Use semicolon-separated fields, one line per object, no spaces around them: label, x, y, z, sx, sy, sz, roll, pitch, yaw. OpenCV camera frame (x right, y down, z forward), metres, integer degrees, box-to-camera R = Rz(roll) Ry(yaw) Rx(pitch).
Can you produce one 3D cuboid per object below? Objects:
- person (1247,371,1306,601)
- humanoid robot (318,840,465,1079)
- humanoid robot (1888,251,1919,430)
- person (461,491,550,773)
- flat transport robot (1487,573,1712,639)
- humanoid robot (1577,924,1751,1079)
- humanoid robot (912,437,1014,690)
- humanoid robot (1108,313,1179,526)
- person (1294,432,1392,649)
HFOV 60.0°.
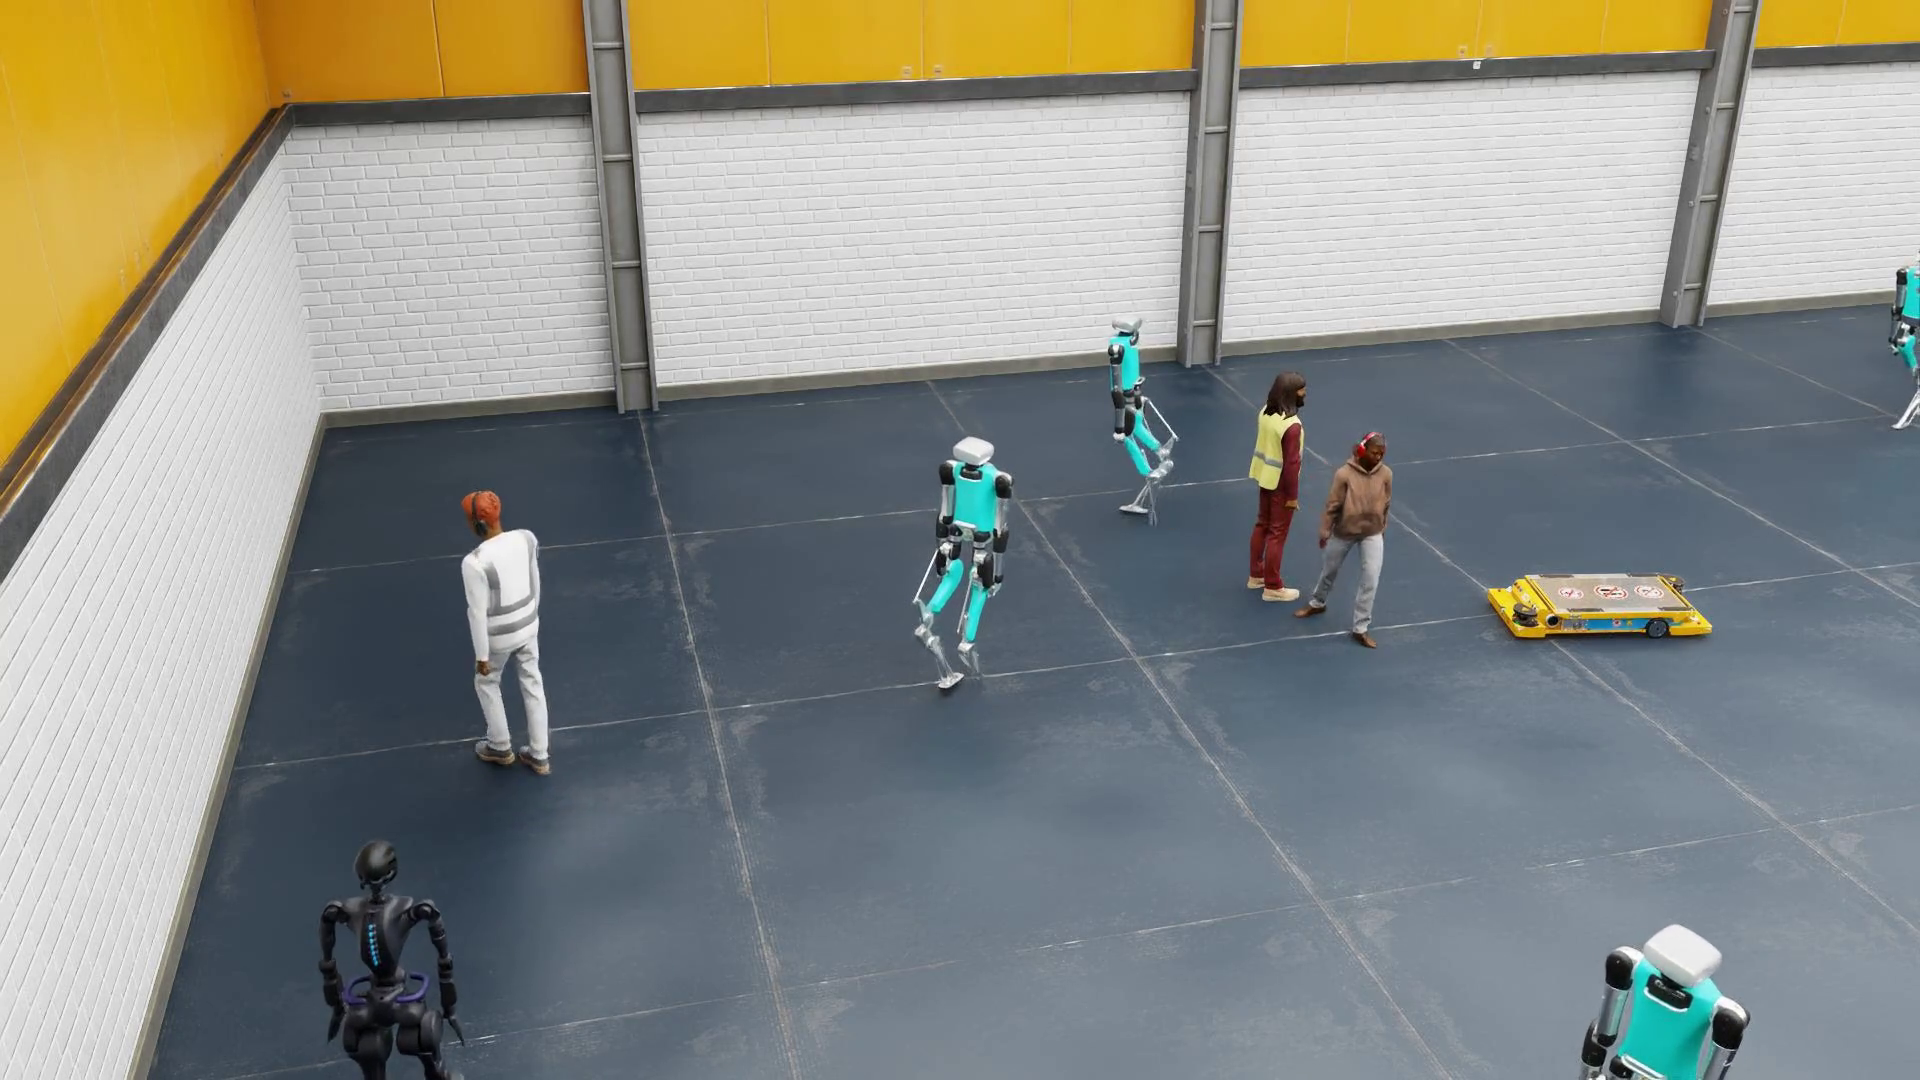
person;2.359;-0.403;12.414;0.359;1.767;0.476;-7;25;-16
humanoid robot;-2.435;1.995;7.122;0.589;1.629;0.744;-2;24;-5
humanoid robot;9.296;-1.916;15.958;0.897;1.825;0.550;-16;28;-32
person;-2.806;0.545;10.134;0.574;1.870;0.633;15;28;30
flat transport robot;4.702;0.486;12.255;1.431;0.231;0.659;-1;24;-2
humanoid robot;2.484;2.319;6.317;1.046;1.758;0.554;-20;31;-38
humanoid robot;-0.028;0.278;10.974;0.539;1.838;0.745;13;27;28
humanoid robot;1.576;-0.924;13.774;0.746;1.892;0.539;9;25;19
person;2.758;-0.072;11.855;0.549;1.611;0.641;0;24;0
